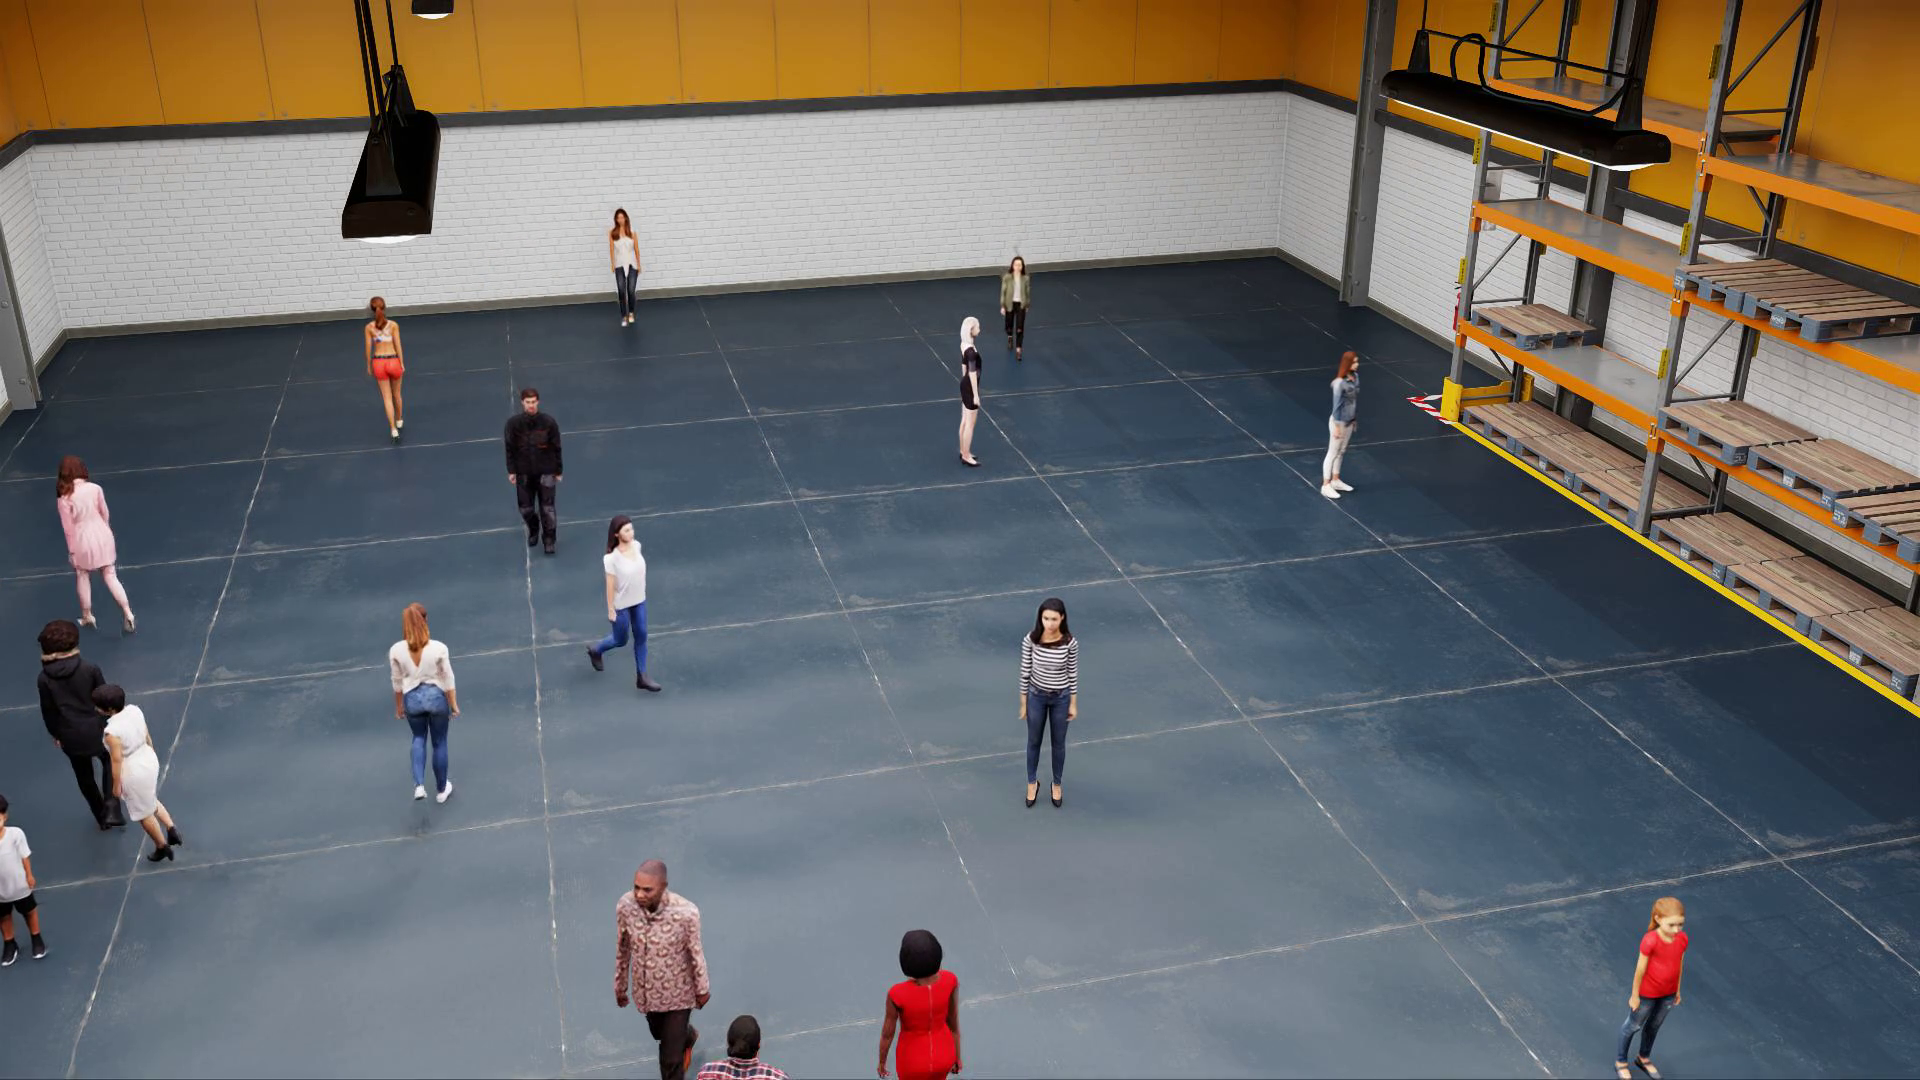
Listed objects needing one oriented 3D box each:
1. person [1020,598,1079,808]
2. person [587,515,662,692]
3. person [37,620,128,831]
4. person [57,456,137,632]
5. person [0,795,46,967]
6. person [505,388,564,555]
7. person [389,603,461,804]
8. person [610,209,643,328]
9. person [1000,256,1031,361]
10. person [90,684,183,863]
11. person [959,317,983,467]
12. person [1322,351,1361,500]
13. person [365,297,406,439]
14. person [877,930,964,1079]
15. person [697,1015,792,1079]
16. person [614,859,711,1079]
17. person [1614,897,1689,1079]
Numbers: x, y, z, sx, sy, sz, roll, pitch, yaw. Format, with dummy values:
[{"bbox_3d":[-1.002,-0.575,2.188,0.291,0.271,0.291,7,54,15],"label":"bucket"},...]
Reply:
[{"bbox_3d":[0.694,1.261,12.908,0.646,1.796,0.613,2,24,5],"label":"person"},{"bbox_3d":[-3.006,0.562,14.672,1.058,1.664,0.993,13,27,27],"label":"person"},{"bbox_3d":[-6.586,1.447,12.513,0.686,1.772,0.794,-9,25,-20],"label":"person"},{"bbox_3d":[-8.105,0.079,15.642,1.053,1.772,0.920,15,28,30],"label":"person"},{"bbox_3d":[-6.453,2.272,11.268,0.496,1.257,0.507,-8,25,-18],"label":"person"},{"bbox_3d":[-4.450,-0.745,17.462,0.741,1.824,0.703,-4,24,-10],"label":"person"},{"bbox_3d":[-4.153,1.319,12.870,0.710,1.721,0.783,-1,24,-2],"label":"person"},{"bbox_3d":[-5.088,-4.178,25.394,0.602,1.762,0.869,-6,24,-13],"label":"person"},{"bbox_3d":[0.790,-3.352,23.886,0.773,1.455,1.021,1,24,3],"label":"person"},{"bbox_3d":[-5.956,1.730,12.171,0.725,1.527,0.649,3,24,7],"label":"person"},{"bbox_3d":[0.105,-1.768,19.792,0.628,1.832,0.420,-6,24,-13],"label":"person"},{"bbox_3d":[4.347,-1.342,18.980,0.699,1.702,0.685,20,30,37],"label":"person"},{"bbox_3d":[-7.132,-2.115,20.673,0.635,1.763,0.996,-8,25,-18],"label":"person"},{"bbox_3d":[-0.163,2.930,9.167,0.642,1.734,0.620,-9,25,-20],"label":"person"},{"bbox_3d":[-1.092,3.211,8.507,0.882,1.749,1.014,3,24,6],"label":"person"},{"bbox_3d":[-1.722,2.596,9.851,1.091,1.798,1.273,7,25,16],"label":"person"},{"bbox_3d":[4.237,2.732,10.151,0.489,1.309,0.473,-5,24,-12],"label":"person"}]
